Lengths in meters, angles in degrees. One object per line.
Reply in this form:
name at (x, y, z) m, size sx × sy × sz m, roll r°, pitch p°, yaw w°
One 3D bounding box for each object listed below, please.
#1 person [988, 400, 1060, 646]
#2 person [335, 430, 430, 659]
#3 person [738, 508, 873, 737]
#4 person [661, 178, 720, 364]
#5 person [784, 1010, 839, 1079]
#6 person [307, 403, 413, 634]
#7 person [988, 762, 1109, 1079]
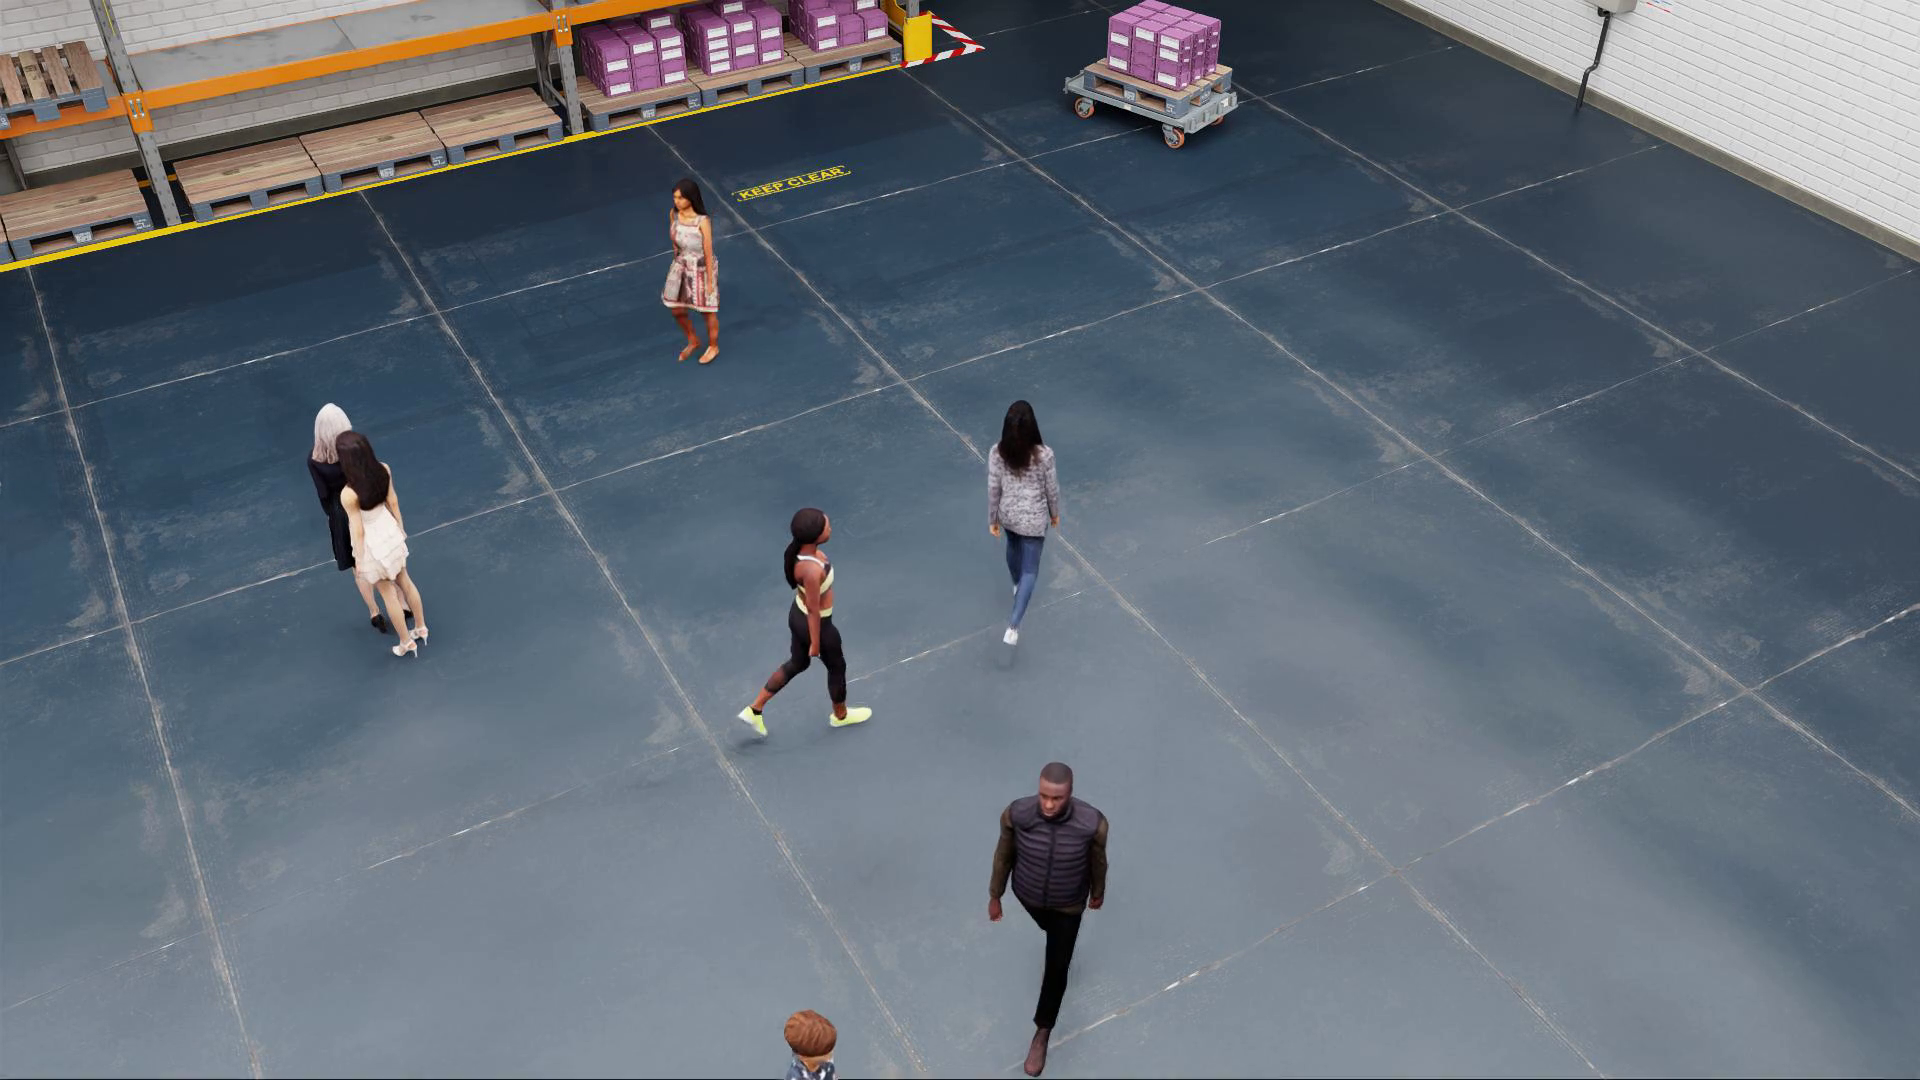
person at (0.393, -0.097, 10.765) m, size 1.086 × 1.703 × 1.184 m, roll 12°, pitch 40°, yaw 14°
person at (-3.674, 0.043, 10.564) m, size 0.729 × 1.735 × 0.637 m, roll 17°, pitch 42°, yaw 20°
person at (-0.974, 0.530, 9.958) m, size 1.077 × 1.730 × 0.638 m, roll -15°, pitch 41°, yaw -18°
person at (-2.082, -2.197, 13.449) m, size 0.796 × 1.634 × 0.842 m, roll 18°, pitch 42°, yaw 21°
person at (-0.727, 2.619, 7.602) m, size 0.963 × 1.407 × 0.967 m, roll 12°, pitch 40°, yaw 15°
person at (-3.892, -0.138, 10.781) m, size 0.568 × 1.746 × 0.704 m, roll -12°, pitch 40°, yaw -15°
person at (0.479, 1.729, 8.415) m, size 1.198 × 1.782 × 1.266 m, roll 10°, pitch 40°, yaw 12°
